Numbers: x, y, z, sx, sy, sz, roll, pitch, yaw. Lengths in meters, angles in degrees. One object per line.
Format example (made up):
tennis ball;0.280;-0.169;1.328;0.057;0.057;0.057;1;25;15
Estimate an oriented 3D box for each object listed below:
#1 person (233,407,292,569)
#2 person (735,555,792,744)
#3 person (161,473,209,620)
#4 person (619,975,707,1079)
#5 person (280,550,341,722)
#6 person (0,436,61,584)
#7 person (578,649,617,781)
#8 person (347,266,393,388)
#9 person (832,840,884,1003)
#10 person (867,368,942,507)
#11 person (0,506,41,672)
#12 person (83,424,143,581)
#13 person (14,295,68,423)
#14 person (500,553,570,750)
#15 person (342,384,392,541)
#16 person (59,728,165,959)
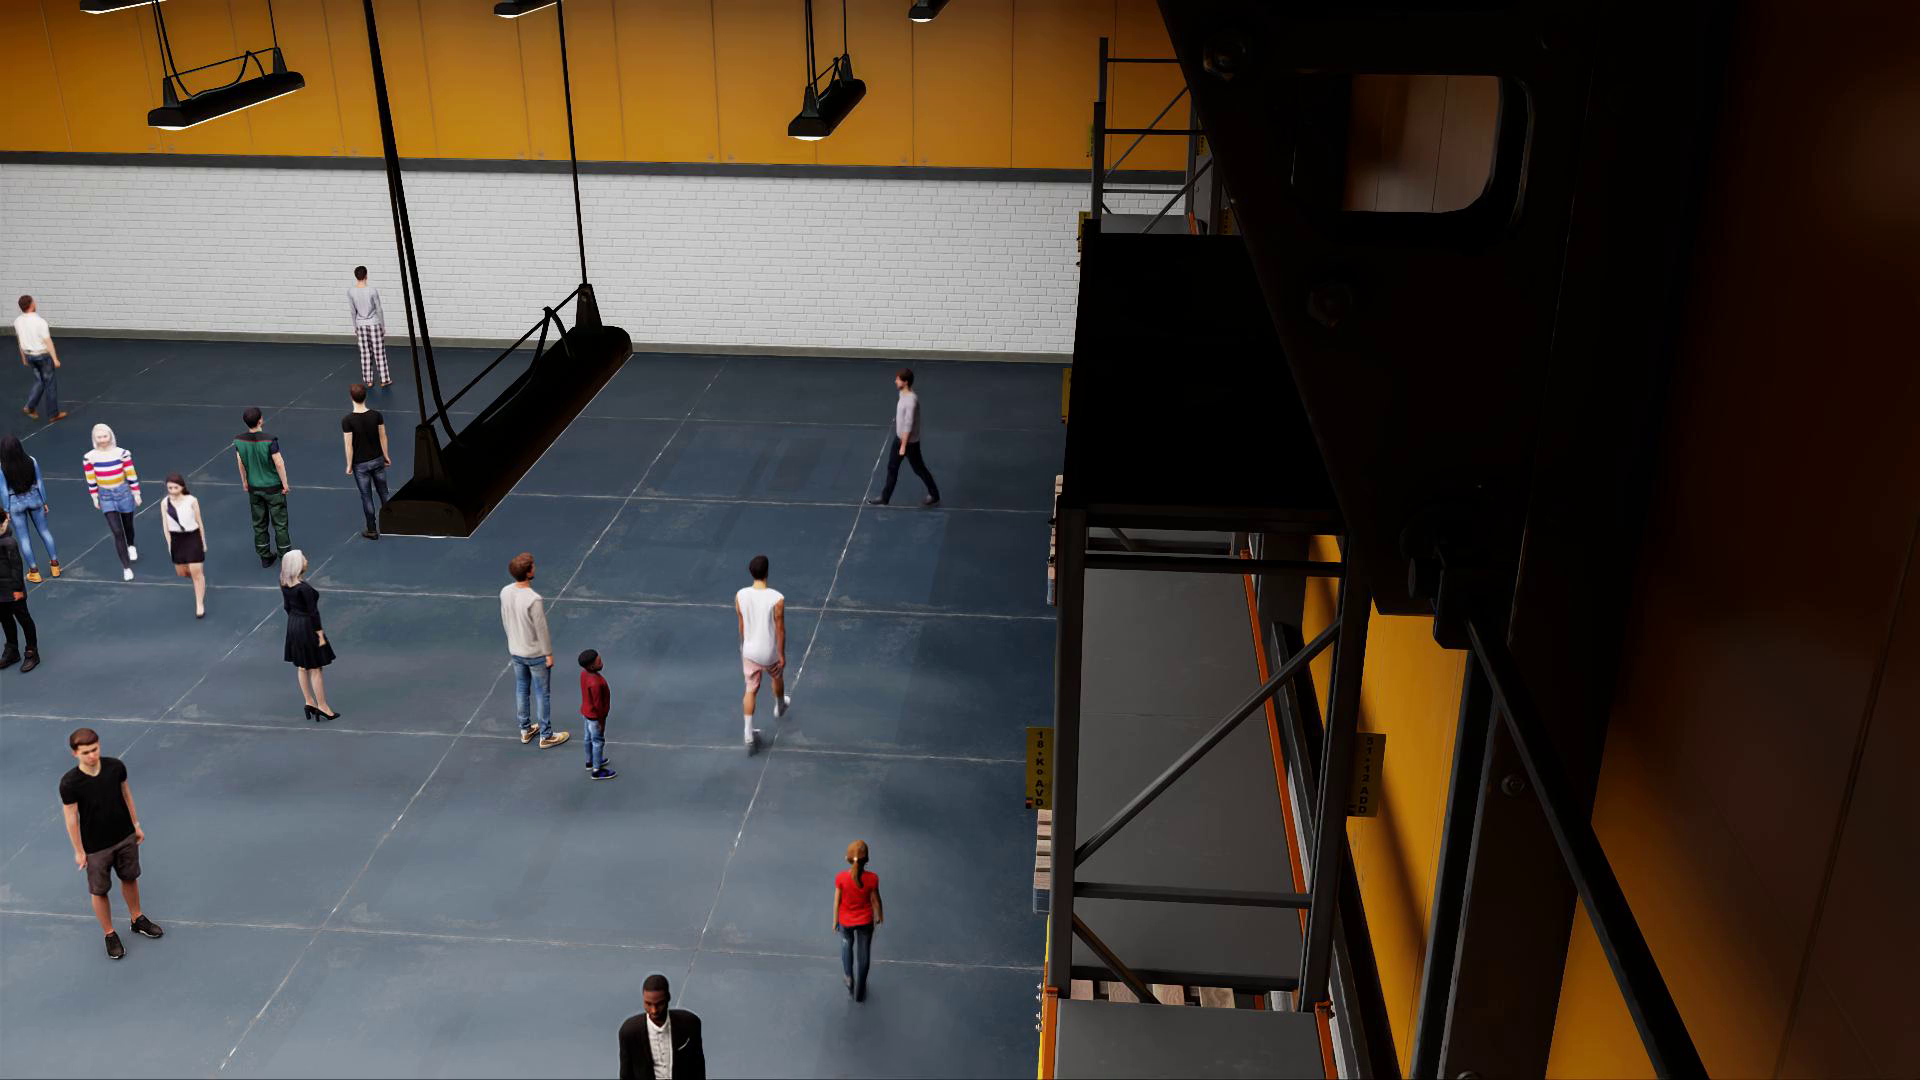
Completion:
person;-7.952;-0.610;19.029;0.675;1.899;0.547;2;24;6
person;-1.882;1.061;15.412;0.738;1.736;1.177;5;24;12
person;-8.296;0.025;17.909;0.708;1.634;0.885;-6;24;-13
person;-1.777;3.377;10.034;0.717;1.800;0.658;-5;24;-12
person;-6.191;0.895;15.778;0.696;1.746;0.719;15;28;31
person;-10.495;-0.361;18.694;0.743;1.712;0.668;22;32;40
person;-3.287;1.544;14.909;0.638;1.253;0.561;-13;27;-28
person;-8.910;-3.221;25.066;0.646;1.847;0.565;-1;24;-2
person;-0.751;2.786;12.010;0.532;1.300;0.560;0;24;0
person;-0.554;-1.224;20.565;1.034;1.794;1.201;-7;25;-15
person;-9.620;0.448;16.755;0.662;1.781;0.651;6;24;14
person;-9.587;-0.485;18.917;1.074;1.760;1.263;-12;26;-25
person;-13.072;-2.525;23.482;0.775;1.842;0.929;7;25;16
person;-3.965;1.013;15.312;0.751;1.902;0.725;13;27;28
person;-7.038;-0.937;19.782;0.755;1.896;0.808;-18;29;-35
person;-6.452;2.234;12.571;0.832;1.861;0.729;18;29;35
